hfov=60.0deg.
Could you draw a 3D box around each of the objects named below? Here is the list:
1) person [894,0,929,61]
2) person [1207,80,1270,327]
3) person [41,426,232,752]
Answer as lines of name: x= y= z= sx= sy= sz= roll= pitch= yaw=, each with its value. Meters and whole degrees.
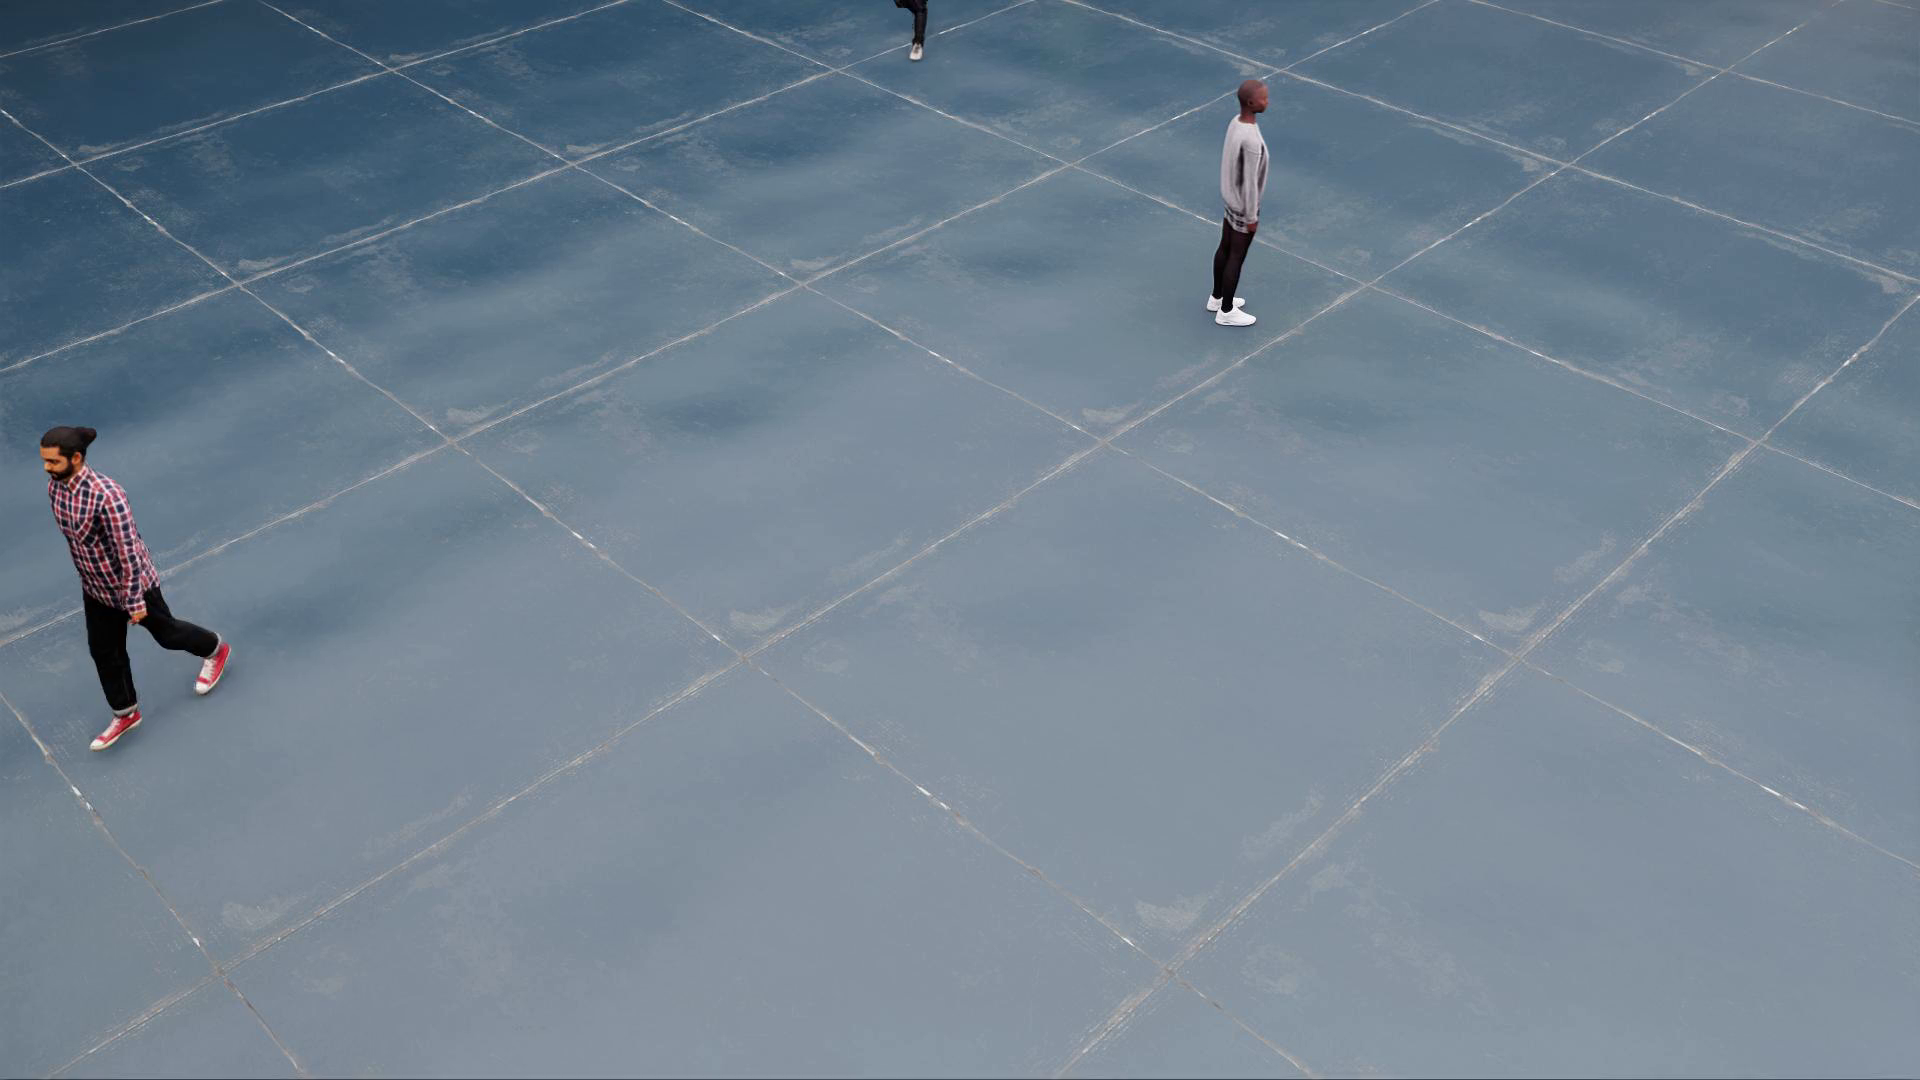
person: x=-0.415 y=-5.498 z=15.758 sx=0.893 sy=1.743 sz=1.049 roll=10 pitch=38 yaw=13
person: x=1.945 y=-2.358 z=11.603 sx=0.719 sy=1.771 sz=0.693 roll=-5 pitch=38 yaw=-7
person: x=-4.135 y=0.161 z=8.309 sx=0.956 sy=1.750 sz=1.193 roll=15 pitch=40 yaw=19
